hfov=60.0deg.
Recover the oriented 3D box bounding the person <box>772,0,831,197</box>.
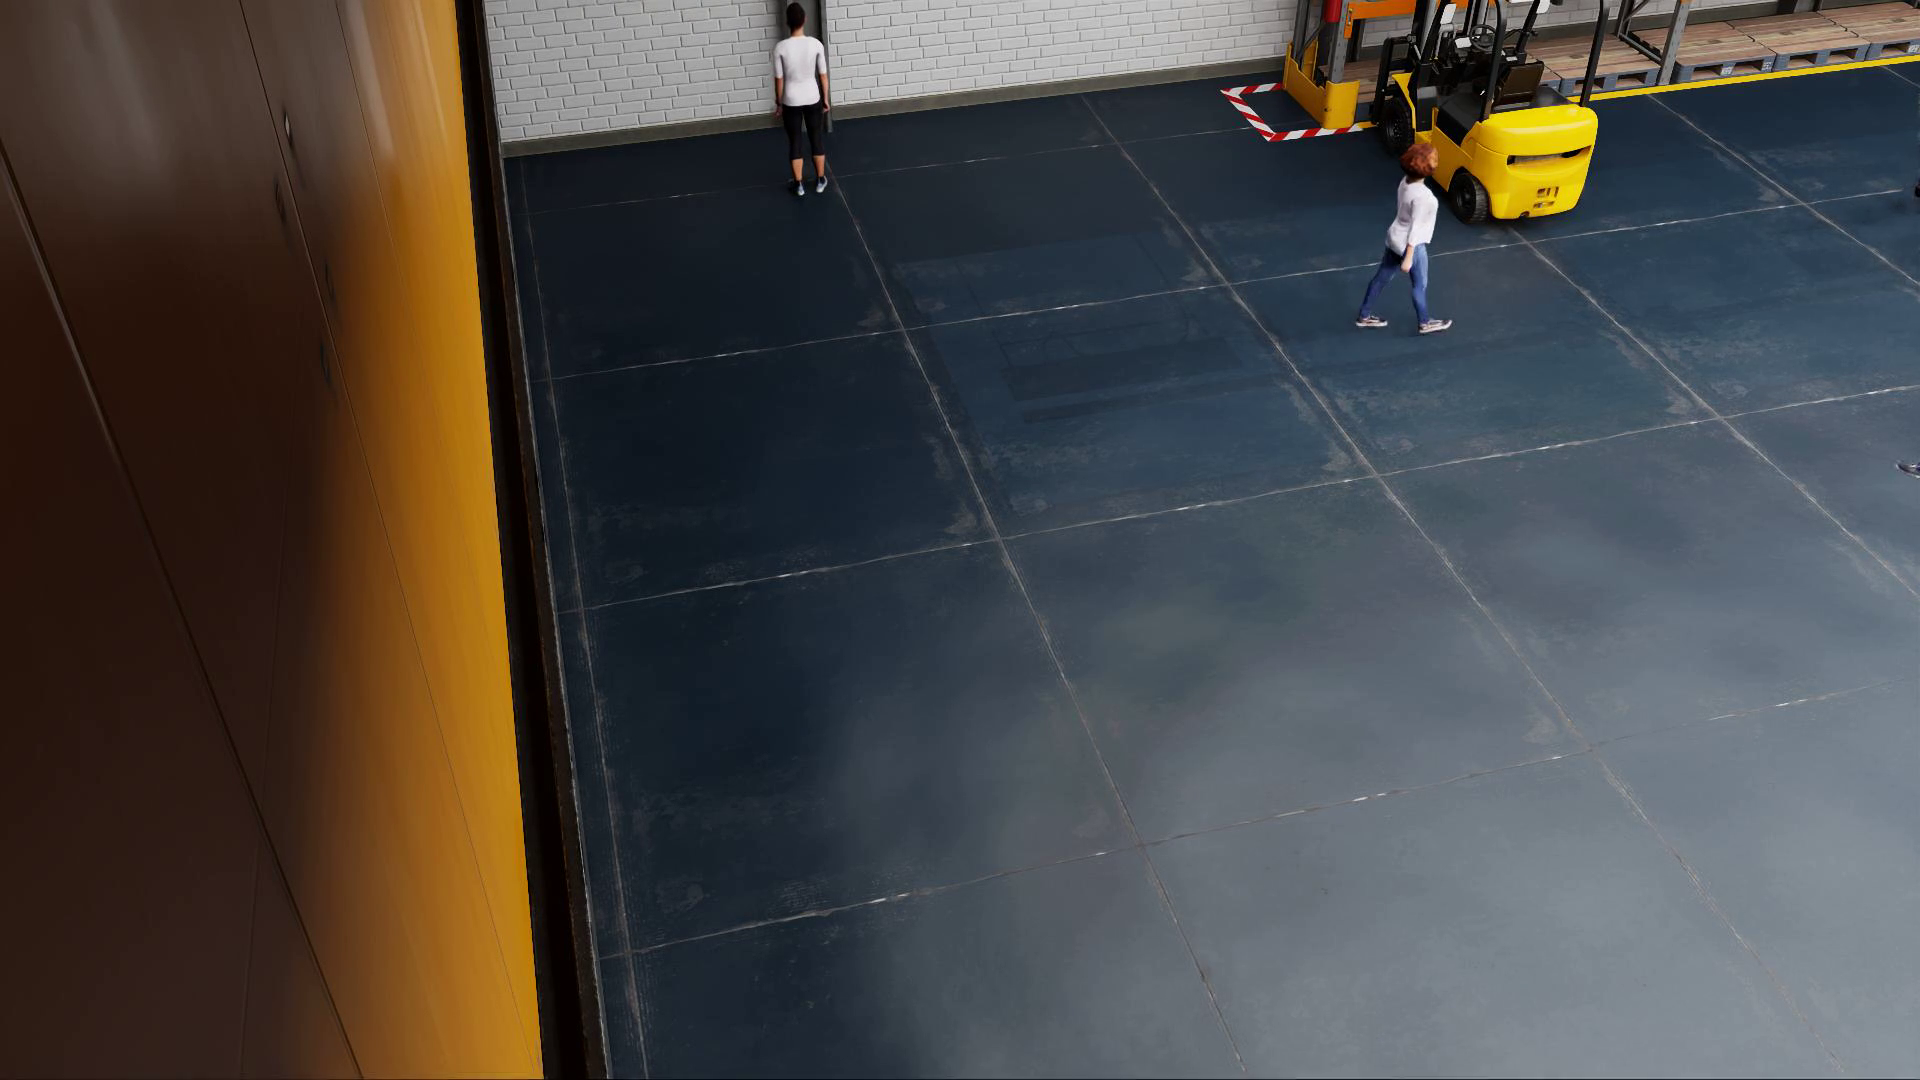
[{"bbox_3d":[-1.507,-4.184,15.825,0.476,1.851,0.733,-8,39,-10],"label":"person"}]

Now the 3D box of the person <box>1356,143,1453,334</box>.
[{"bbox_3d":[3.611,-2.478,13.819,1.037,1.689,0.766,-3,39,-4],"label":"person"}]
